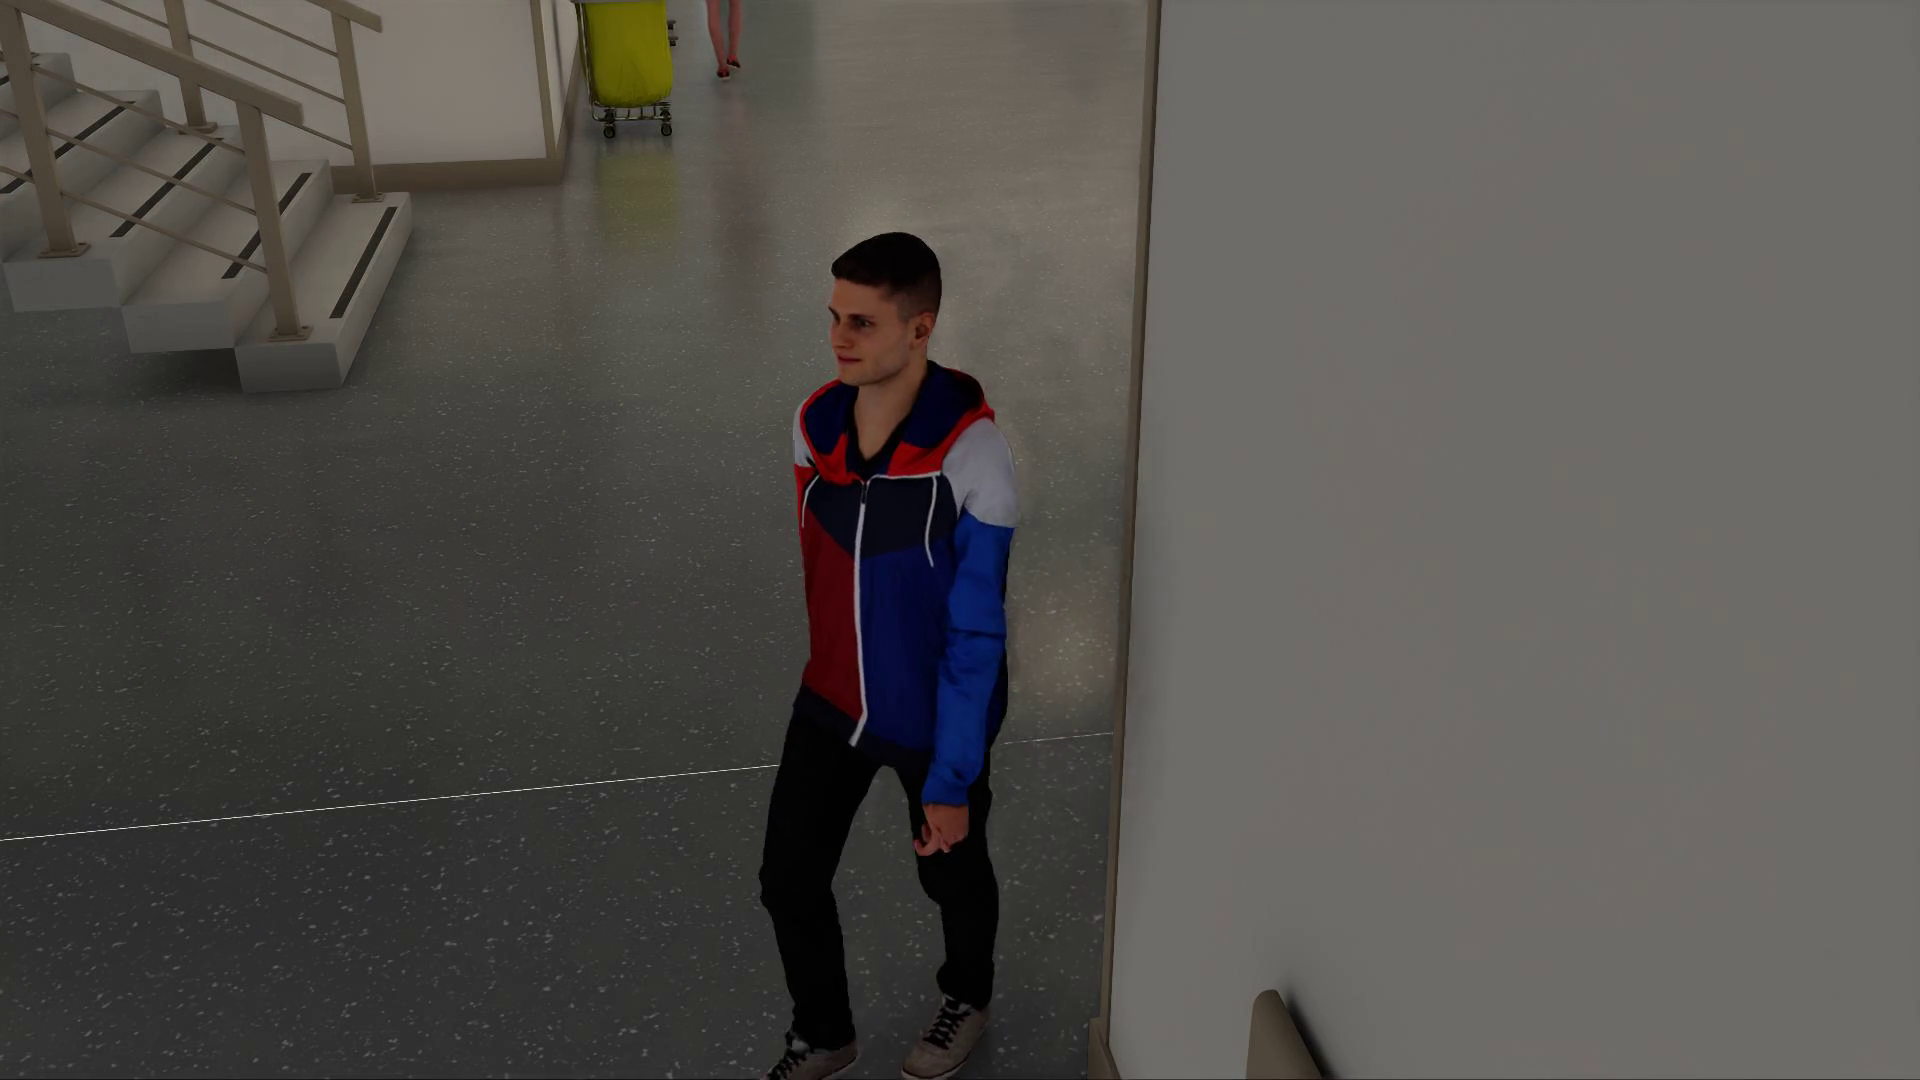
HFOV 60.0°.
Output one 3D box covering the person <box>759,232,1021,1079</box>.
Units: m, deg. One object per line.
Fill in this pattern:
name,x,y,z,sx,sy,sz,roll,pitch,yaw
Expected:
person,-0.047,0.281,3.105,0.881,1.740,0.937,15,30,28
